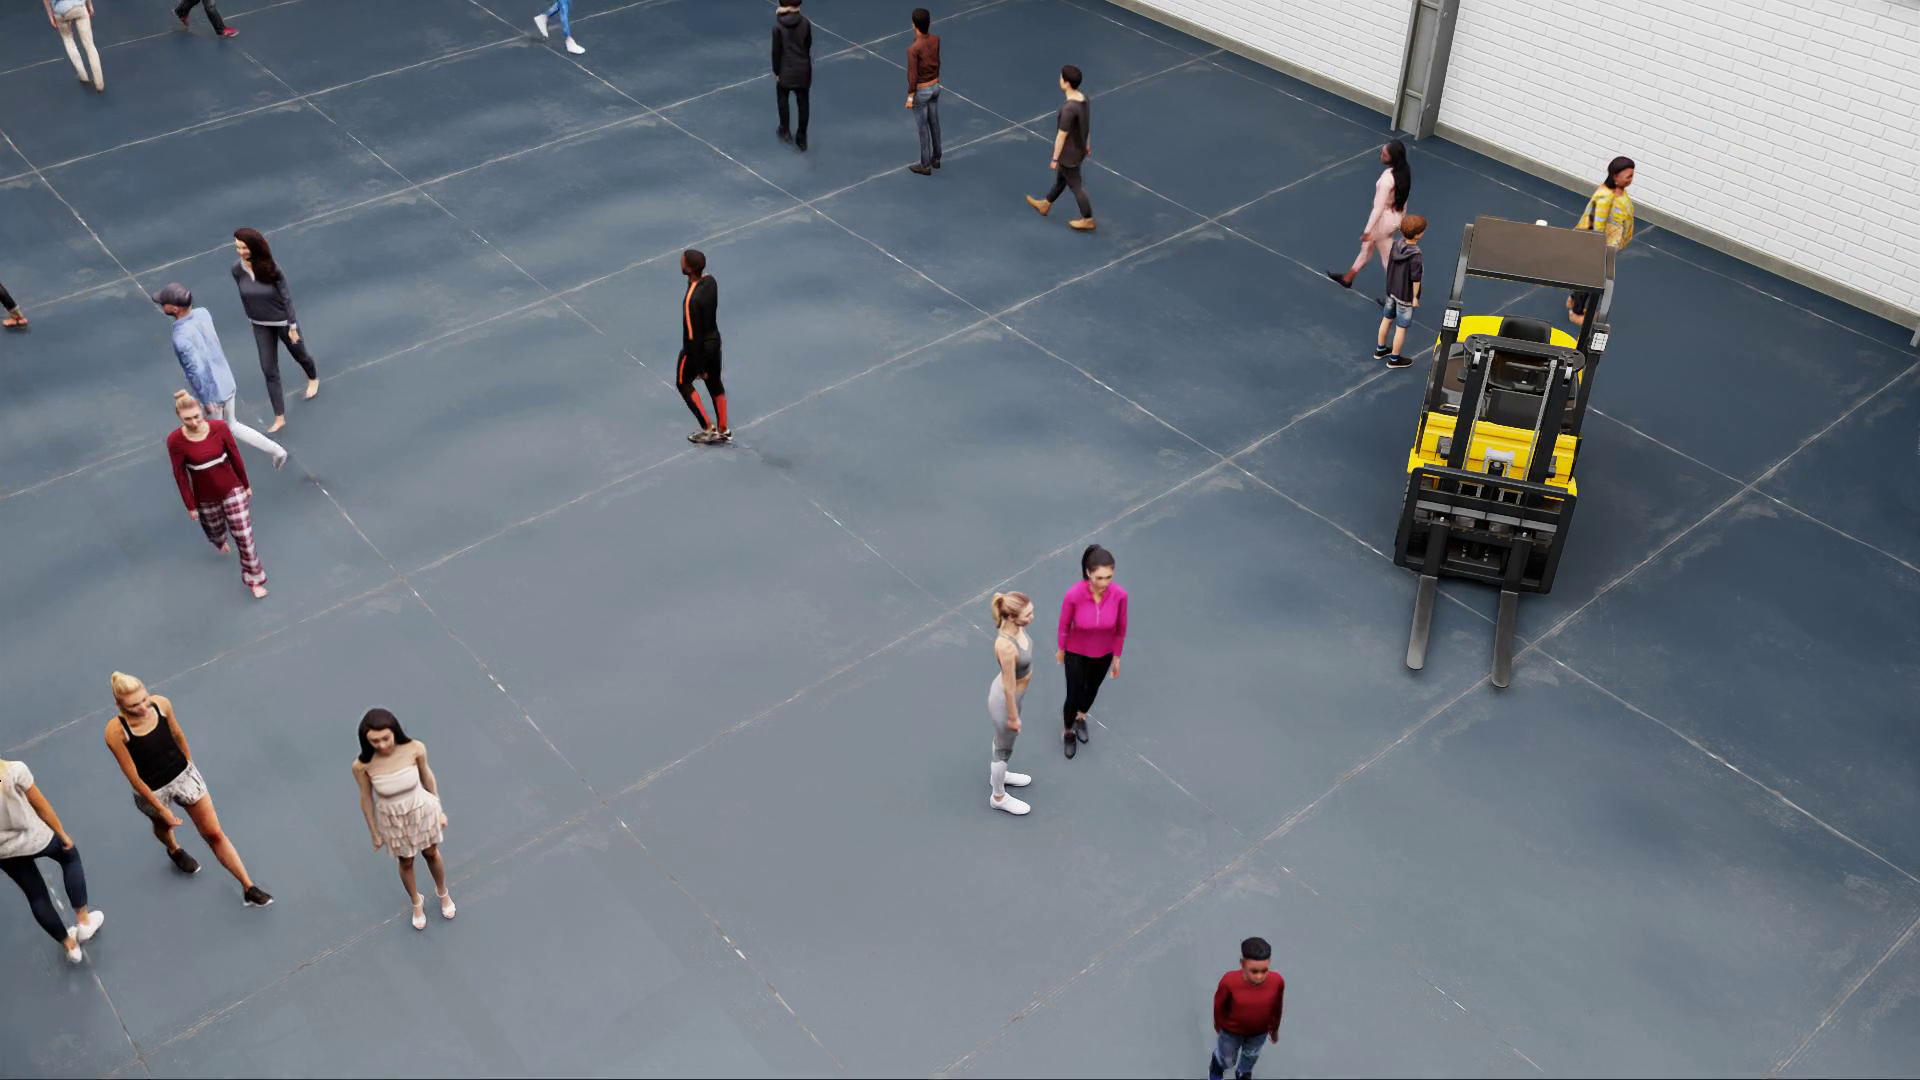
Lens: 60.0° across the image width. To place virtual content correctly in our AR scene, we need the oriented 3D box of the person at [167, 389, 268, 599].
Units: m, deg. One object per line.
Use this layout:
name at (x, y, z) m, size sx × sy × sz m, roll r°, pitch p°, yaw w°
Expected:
person at (-5.457, -0.376, 12.171) m, size 0.661 × 1.682 × 0.959 m, roll -25°, pitch 45°, yaw -28°

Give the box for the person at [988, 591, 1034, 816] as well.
person at (0.298, 0.995, 10.434) m, size 0.700 × 1.707 × 0.647 m, roll 5°, pitch 39°, yaw 6°

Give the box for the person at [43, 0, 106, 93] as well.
person at (-10.254, -6.071, 19.184) m, size 0.736 × 1.828 × 0.836 m, roll -20°, pitch 43°, yaw -23°

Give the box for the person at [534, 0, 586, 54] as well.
person at (-4.963, -6.819, 20.178) m, size 1.062 × 1.768 × 0.831 m, roll 17°, pitch 42°, yaw 20°

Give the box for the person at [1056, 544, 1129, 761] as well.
person at (0.836, 0.654, 10.891) m, size 0.723 × 1.680 × 0.786 m, roll -6°, pitch 39°, yaw -7°

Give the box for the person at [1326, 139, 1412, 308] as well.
person at (4.002, -2.848, 15.267) m, size 1.130 × 1.680 × 0.847 m, roll 25°, pitch 45°, yaw 28°

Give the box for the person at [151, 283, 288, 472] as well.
person at (-5.785, -1.186, 13.035) m, size 1.045 × 1.868 × 0.970 m, roll 5°, pitch 39°, yaw 6°

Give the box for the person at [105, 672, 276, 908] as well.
person at (-4.762, 1.423, 9.836) m, size 1.246 × 1.783 × 0.756 m, roll 24°, pitch 45°, yaw 27°

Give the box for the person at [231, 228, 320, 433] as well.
person at (-5.718, -1.850, 13.981) m, size 1.054 × 1.726 × 1.171 m, roll 0°, pitch 39°, yaw 0°

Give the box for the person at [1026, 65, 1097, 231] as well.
person at (1.175, -3.851, 16.526) m, size 1.145 × 1.676 × 0.929 m, roll 16°, pitch 41°, yaw 19°

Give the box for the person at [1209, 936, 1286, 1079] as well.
person at (1.520, 2.515, 8.900) m, size 0.614 × 1.246 × 0.666 m, roll -3°, pitch 39°, yaw -4°

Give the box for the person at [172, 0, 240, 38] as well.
person at (-9.513, -7.081, 20.492) m, size 1.117 × 1.785 × 1.075 m, roll 3°, pitch 39°, yaw 3°

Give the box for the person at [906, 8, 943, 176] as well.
person at (-0.357, -4.728, 17.542) m, size 0.577 × 1.778 × 0.679 m, roll 28°, pitch 46°, yaw 30°

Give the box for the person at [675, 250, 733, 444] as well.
person at (-2.018, -1.539, 13.538) m, size 0.762 × 1.793 × 0.739 m, roll 16°, pitch 41°, yaw 19°

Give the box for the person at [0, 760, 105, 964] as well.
person at (-5.269, 1.788, 9.371) m, size 0.695 × 1.794 × 0.702 m, roll -14°, pitch 41°, yaw -17°

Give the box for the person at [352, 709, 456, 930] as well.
person at (-3.195, 1.613, 9.638) m, size 0.635 × 1.734 × 0.606 m, roll -17°, pitch 42°, yaw -20°

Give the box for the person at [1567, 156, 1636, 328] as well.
person at (5.812, -2.742, 15.155) m, size 0.860 × 1.654 × 0.820 m, roll 21°, pitch 43°, yaw 24°

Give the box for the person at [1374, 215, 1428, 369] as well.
person at (3.894, -2.199, 14.641) m, size 0.637 × 1.447 × 0.519 m, roll -18°, pitch 42°, yaw -21°

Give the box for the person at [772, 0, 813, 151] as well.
person at (-1.767, -5.048, 17.963) m, size 0.783 × 1.754 × 0.880 m, roll -13°, pitch 40°, yaw -15°
